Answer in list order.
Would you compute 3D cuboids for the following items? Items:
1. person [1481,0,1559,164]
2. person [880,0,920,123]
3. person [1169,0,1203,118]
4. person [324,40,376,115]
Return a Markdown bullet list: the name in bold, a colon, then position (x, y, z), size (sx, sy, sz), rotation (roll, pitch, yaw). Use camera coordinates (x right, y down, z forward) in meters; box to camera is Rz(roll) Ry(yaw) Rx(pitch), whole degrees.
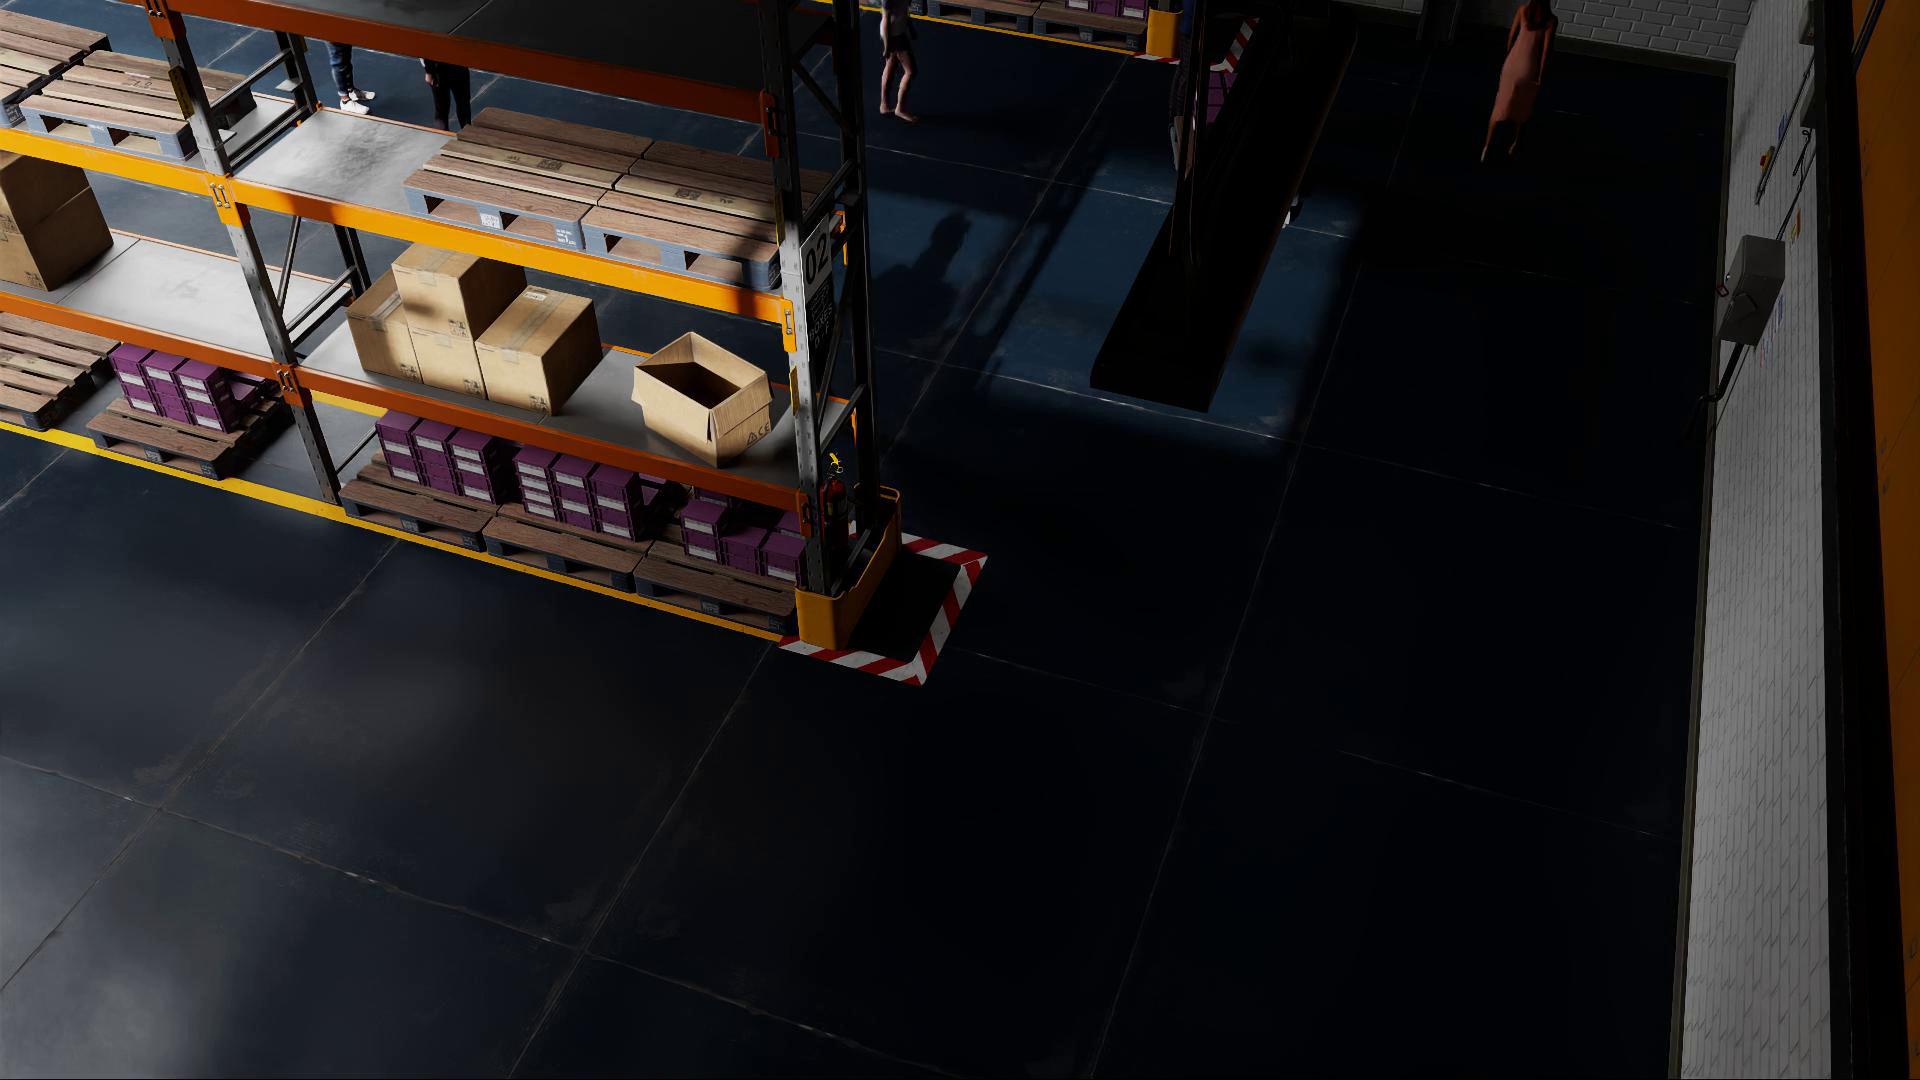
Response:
- **person**: position (5.183, -4.347, 15.425), size (0.802, 1.825, 0.786), rotation (29, 51, 27)
- **person**: position (-0.722, -4.883, 16.042), size (0.707, 1.751, 0.656), rotation (1, 44, 1)
- **person**: position (2.240, -4.842, 15.912), size (0.697, 1.871, 0.734), rotation (-3, 44, -3)
- **person**: position (-6.117, -5.069, 16.190), size (0.736, 1.814, 0.771), rotation (-1, 44, -1)
